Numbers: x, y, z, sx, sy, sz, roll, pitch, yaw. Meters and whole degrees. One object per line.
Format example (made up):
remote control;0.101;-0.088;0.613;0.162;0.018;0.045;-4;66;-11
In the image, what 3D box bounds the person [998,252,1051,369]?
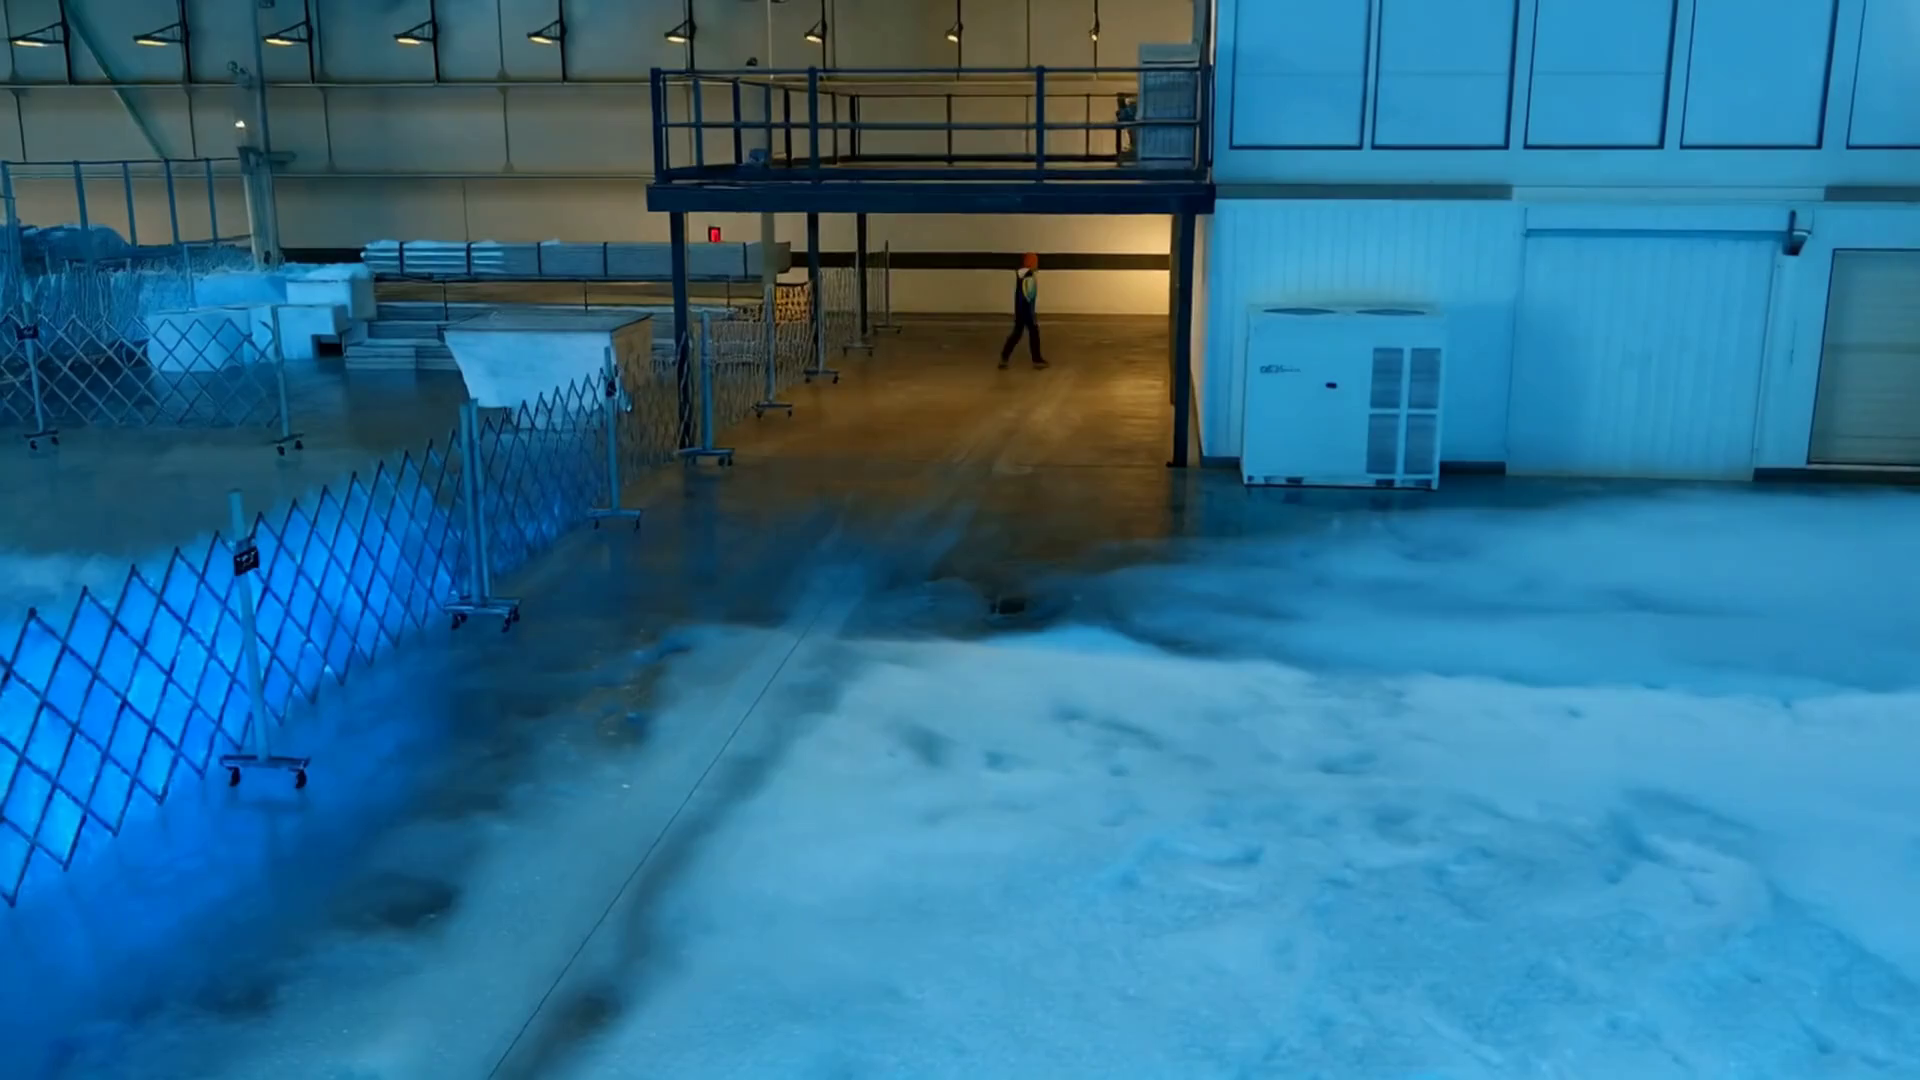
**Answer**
person;0.992;-3.490;25.322;0.815;1.805;0.596;-8;16;-29
